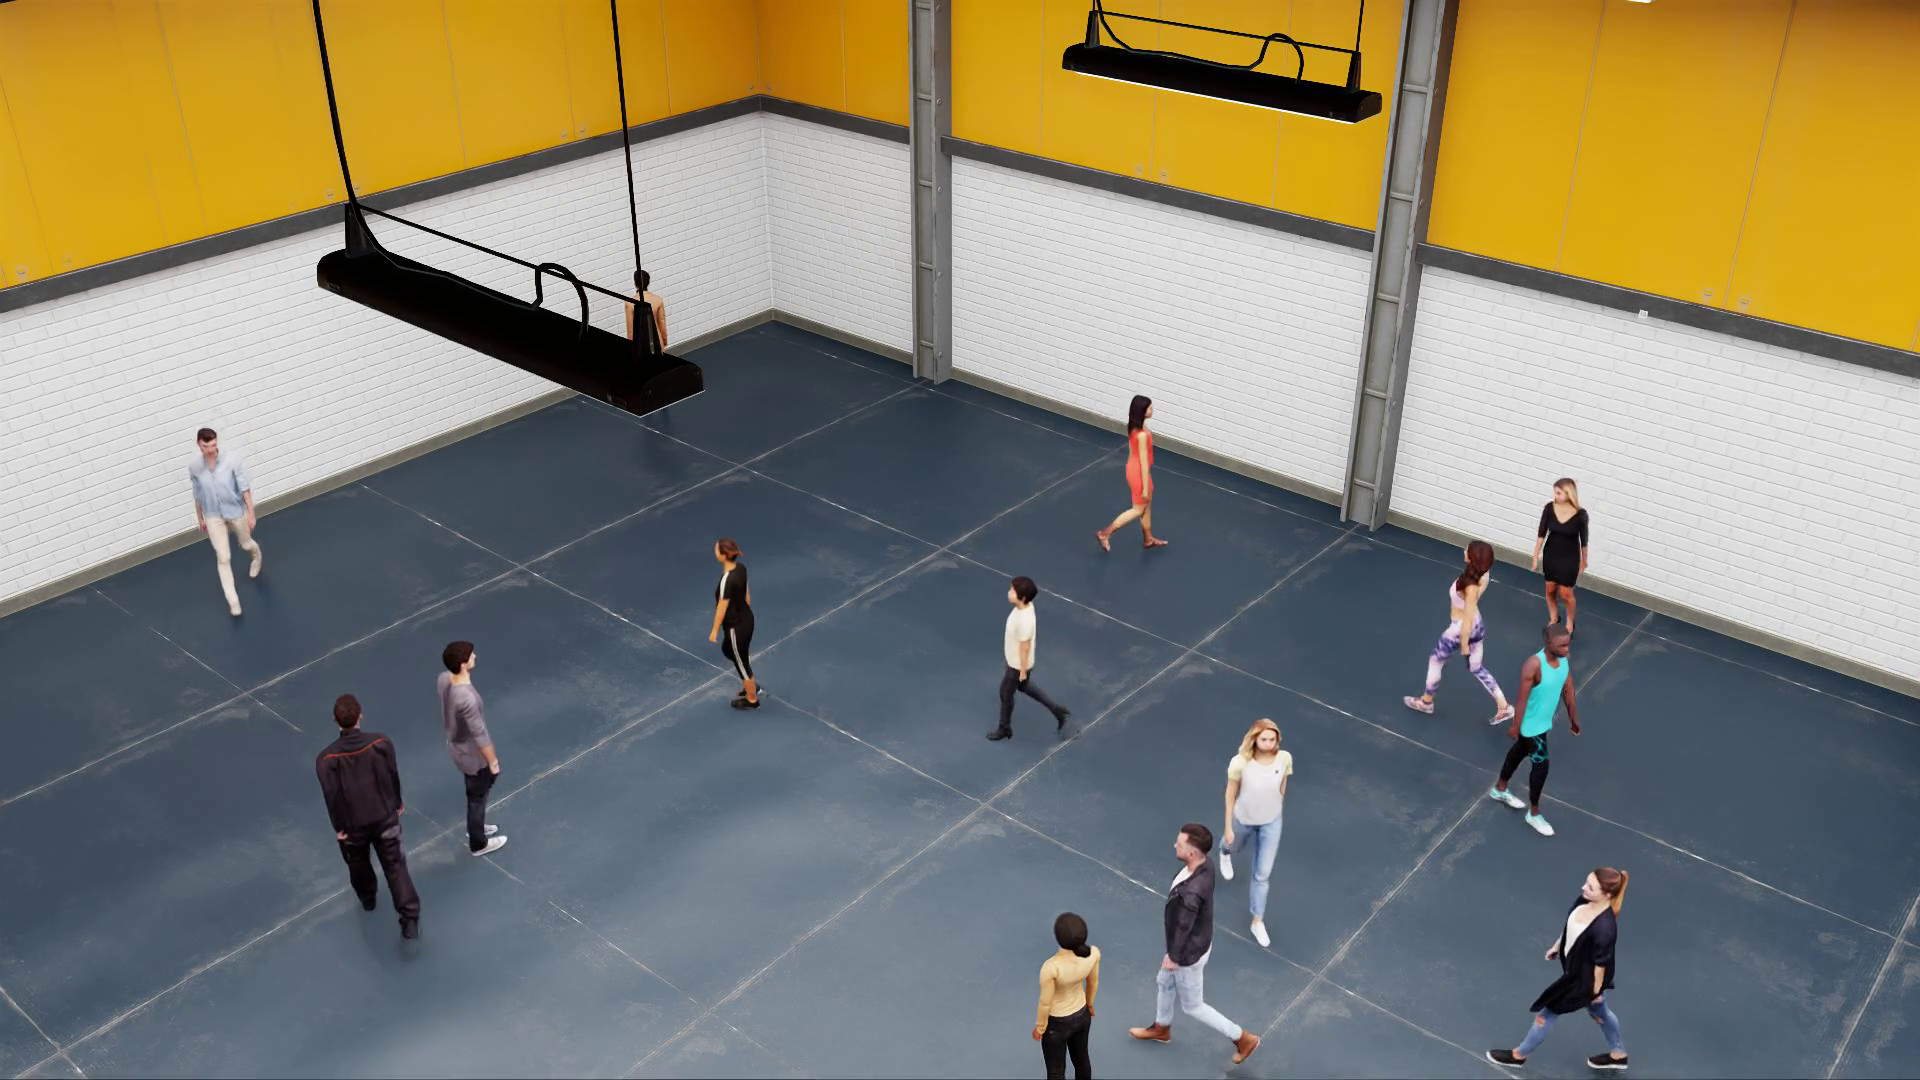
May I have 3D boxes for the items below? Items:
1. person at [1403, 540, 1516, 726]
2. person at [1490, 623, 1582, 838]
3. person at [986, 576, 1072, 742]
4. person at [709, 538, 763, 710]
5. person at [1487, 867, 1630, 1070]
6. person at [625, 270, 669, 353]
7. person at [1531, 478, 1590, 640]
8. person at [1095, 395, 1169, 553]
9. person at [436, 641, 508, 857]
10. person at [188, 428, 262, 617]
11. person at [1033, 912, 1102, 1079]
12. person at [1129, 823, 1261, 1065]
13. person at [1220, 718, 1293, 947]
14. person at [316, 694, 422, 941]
[{"bbox_3d":[4.297,0.799,13.869,1.180,1.735,0.641,19,34,31],"label":"person"},{"bbox_3d":[4.341,1.353,12.798,0.912,1.787,0.734,25,37,38],"label":"person"},{"bbox_3d":[0.557,0.993,13.689,1.032,1.567,0.907,2,29,3],"label":"person"},{"bbox_3d":[-1.803,0.739,14.066,0.738,1.652,0.696,5,29,8],"label":"person"},{"bbox_3d":[4.002,2.733,10.428,1.208,1.635,0.975,5,29,10],"label":"person"},{"bbox_3d":[-3.698,-2.365,19.679,0.732,1.727,0.742,-14,32,-24],"label":"person"},{"bbox_3d":[5.502,0.174,15.109,0.521,1.645,0.658,14,32,24],"label":"person"},{"bbox_3d":[1.713,-0.622,16.512,1.053,1.700,1.028,-5,29,-8],"label":"person"},{"bbox_3d":[-3.706,1.581,12.323,0.823,1.843,0.635,-20,35,-33],"label":"person"},{"bbox_3d":[-6.939,-0.279,15.770,1.125,1.807,1.306,-7,29,-12],"label":"person"},{"bbox_3d":[0.651,2.900,10.097,0.658,1.658,0.666,-16,33,-27],"label":"person"},{"bbox_3d":[1.526,2.594,10.502,1.190,1.808,0.976,6,29,12],"label":"person"},{"bbox_3d":[2.057,1.938,11.839,1.171,1.681,1.264,-4,29,-7],"label":"person"},{"bbox_3d":[-4.090,1.975,11.569,0.965,1.874,1.303,-15,32,-25],"label":"person"}]
